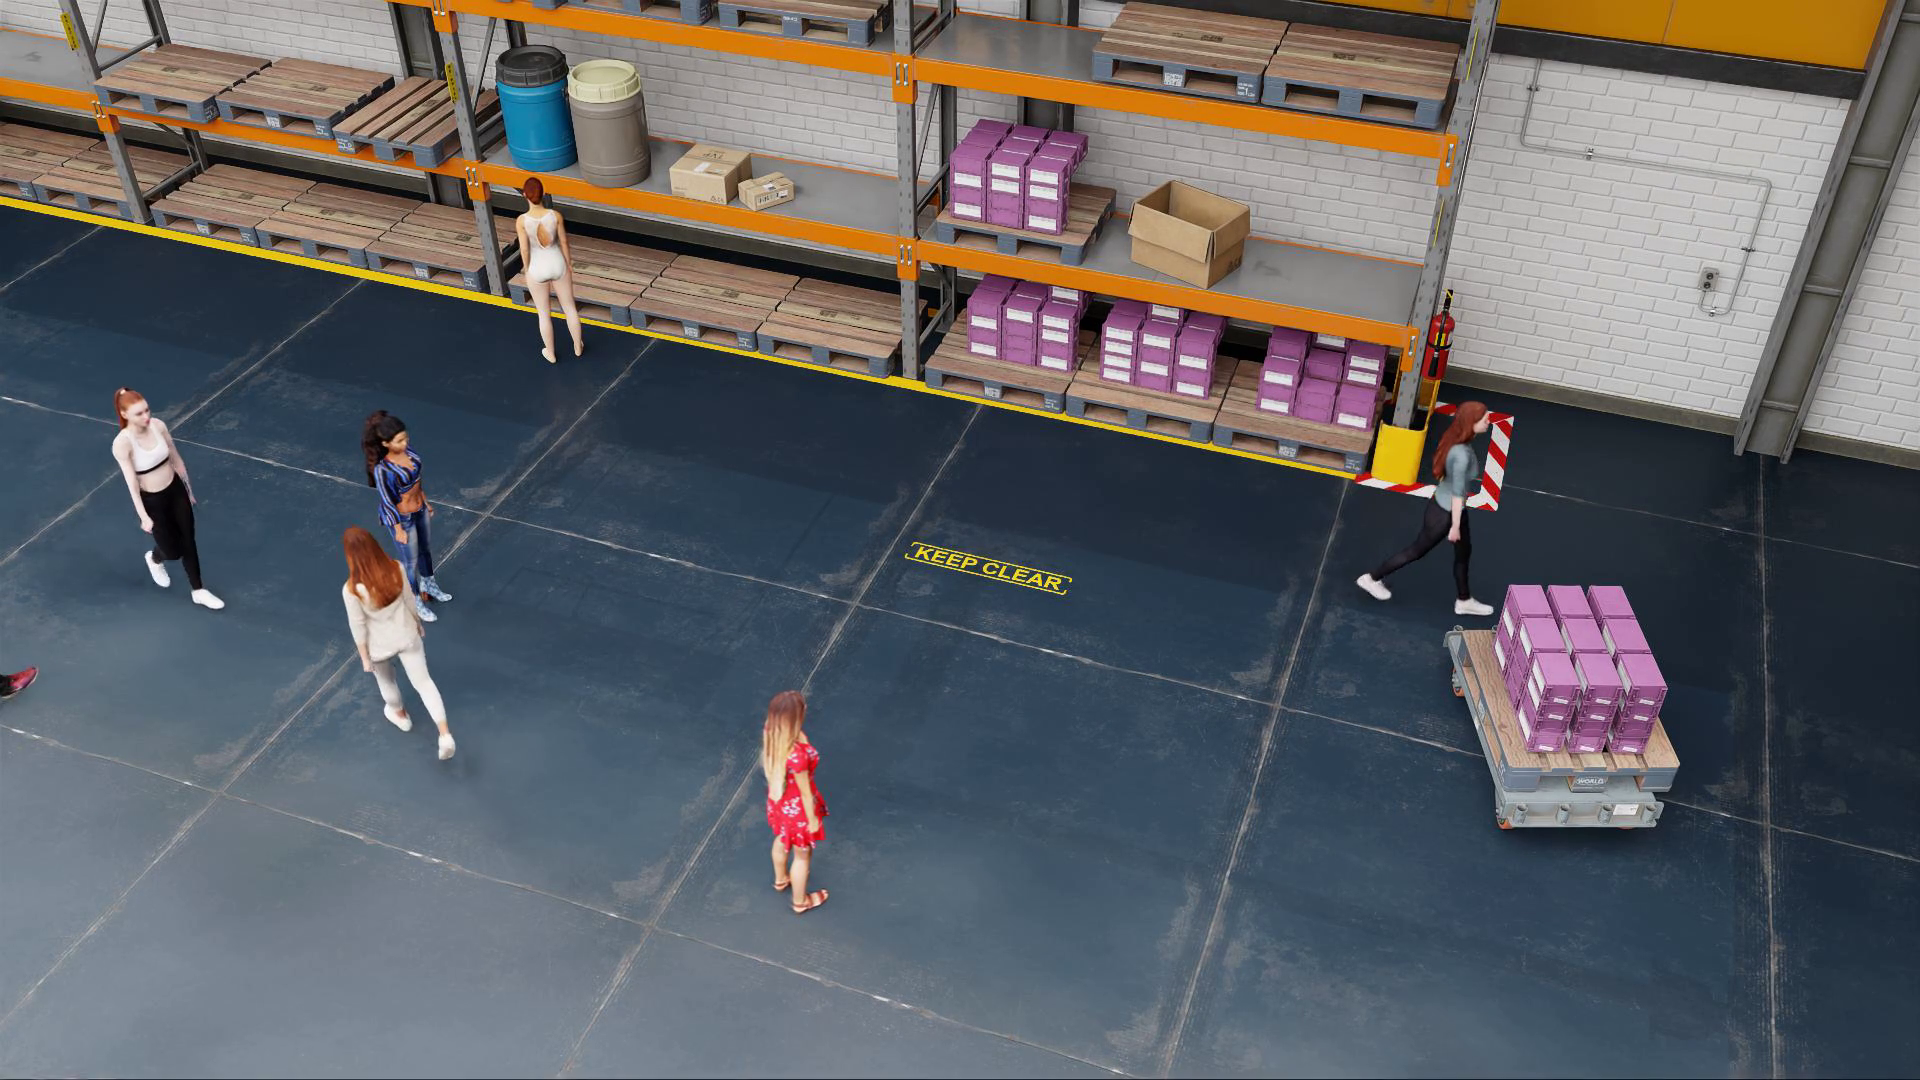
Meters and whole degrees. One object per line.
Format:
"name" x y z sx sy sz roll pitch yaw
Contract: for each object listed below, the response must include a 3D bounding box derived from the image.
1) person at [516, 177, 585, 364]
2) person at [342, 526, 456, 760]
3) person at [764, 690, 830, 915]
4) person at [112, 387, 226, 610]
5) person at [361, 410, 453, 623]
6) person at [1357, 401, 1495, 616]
"person" -3.402 -2.226 13.721 0.603 1.643 0.667 -16 41 -19
"person" -3.405 0.644 10.098 0.915 1.680 1.122 -29 47 -32
"person" -0.930 1.444 9.166 0.725 1.591 0.654 -20 43 -23
"person" -5.432 -0.273 11.203 0.863 1.734 0.652 17 42 20
"person" -3.705 -0.167 11.158 0.562 1.625 0.616 10 40 12
"person" 3.160 -0.182 11.115 1.175 1.702 0.650 9 40 12
